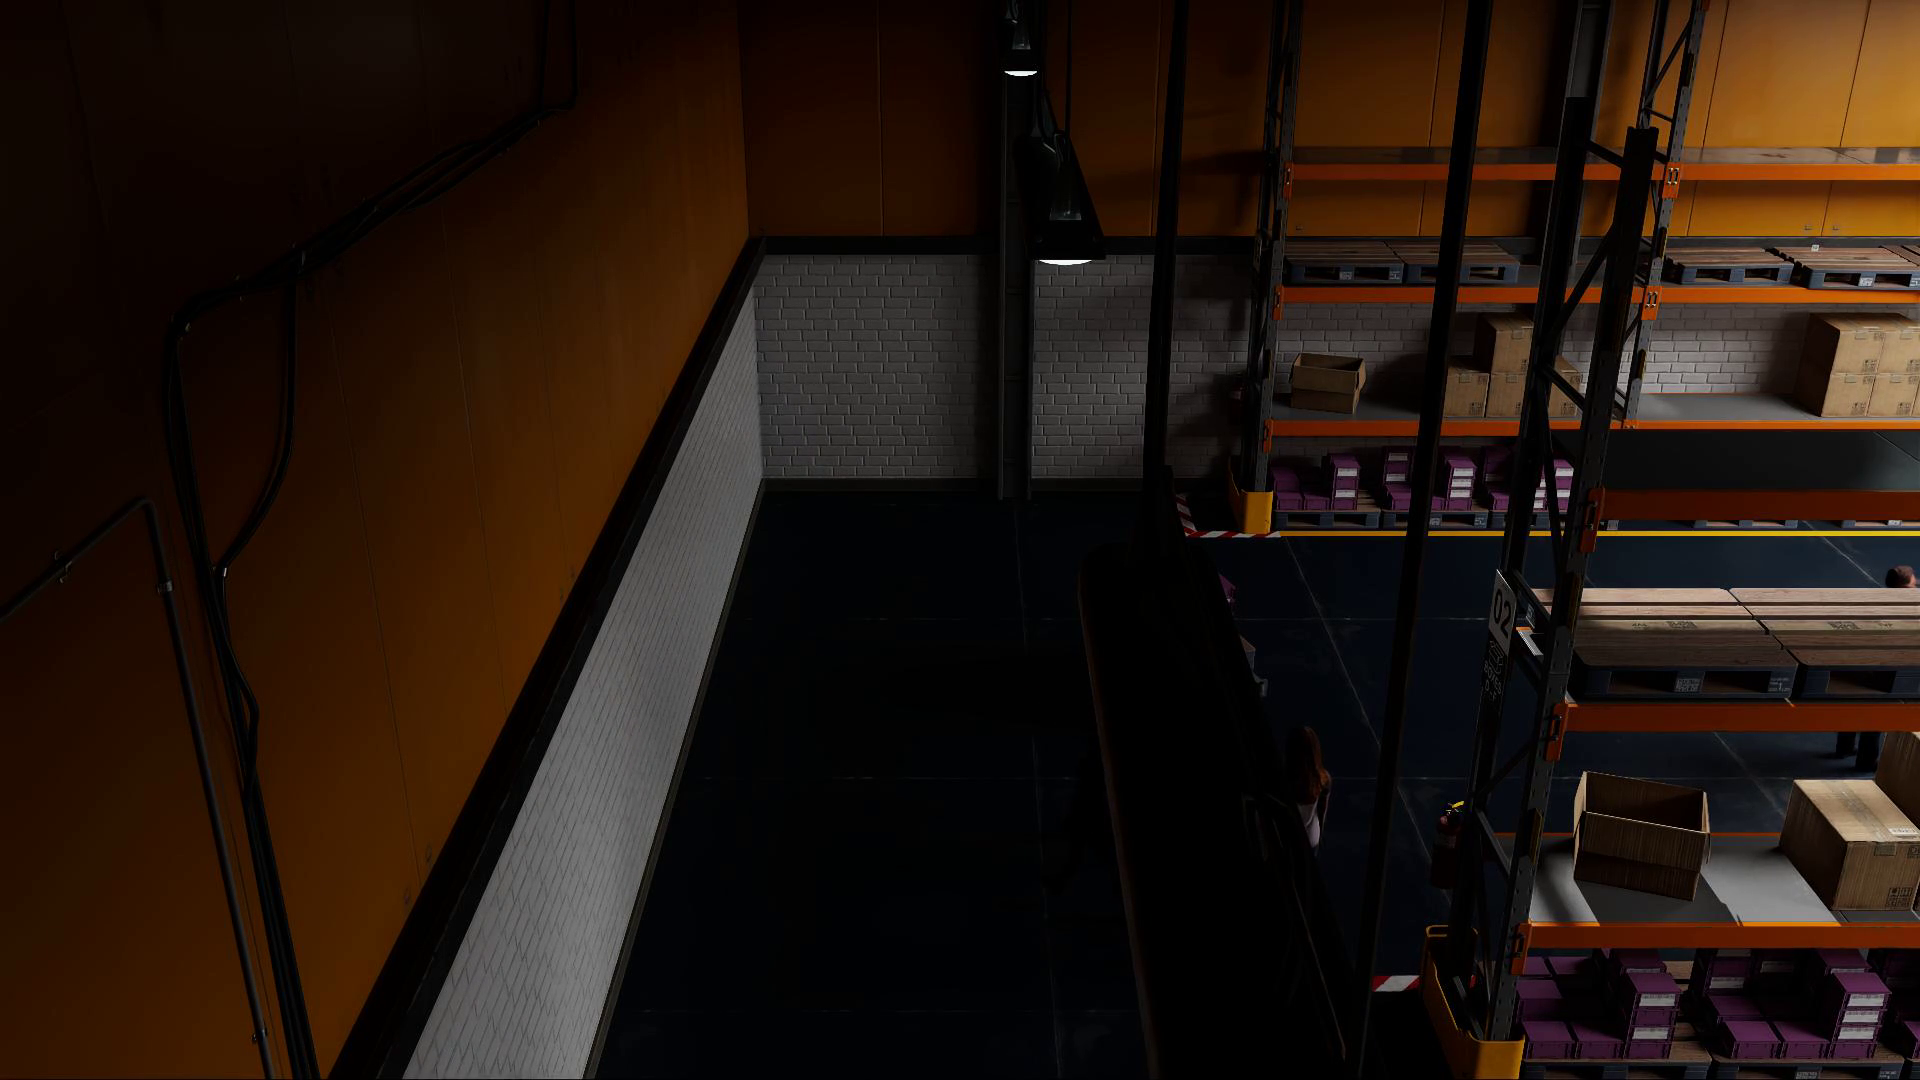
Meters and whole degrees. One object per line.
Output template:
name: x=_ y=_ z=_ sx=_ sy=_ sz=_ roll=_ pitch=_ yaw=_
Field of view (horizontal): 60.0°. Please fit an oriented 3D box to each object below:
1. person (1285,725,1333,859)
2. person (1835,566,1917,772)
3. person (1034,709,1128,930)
person: x=2.323 y=2.083 z=11.552 sx=0.495 sy=1.727 sz=0.666 roll=-2 pitch=24 yaw=-4
person: x=7.633 y=1.045 z=13.811 sx=0.647 sy=1.820 sz=0.706 roll=-6 pitch=24 yaw=-12
person: x=1.062 y=2.028 z=11.735 sx=1.230 sy=1.682 sz=1.010 roll=15 pitch=28 yaw=30
